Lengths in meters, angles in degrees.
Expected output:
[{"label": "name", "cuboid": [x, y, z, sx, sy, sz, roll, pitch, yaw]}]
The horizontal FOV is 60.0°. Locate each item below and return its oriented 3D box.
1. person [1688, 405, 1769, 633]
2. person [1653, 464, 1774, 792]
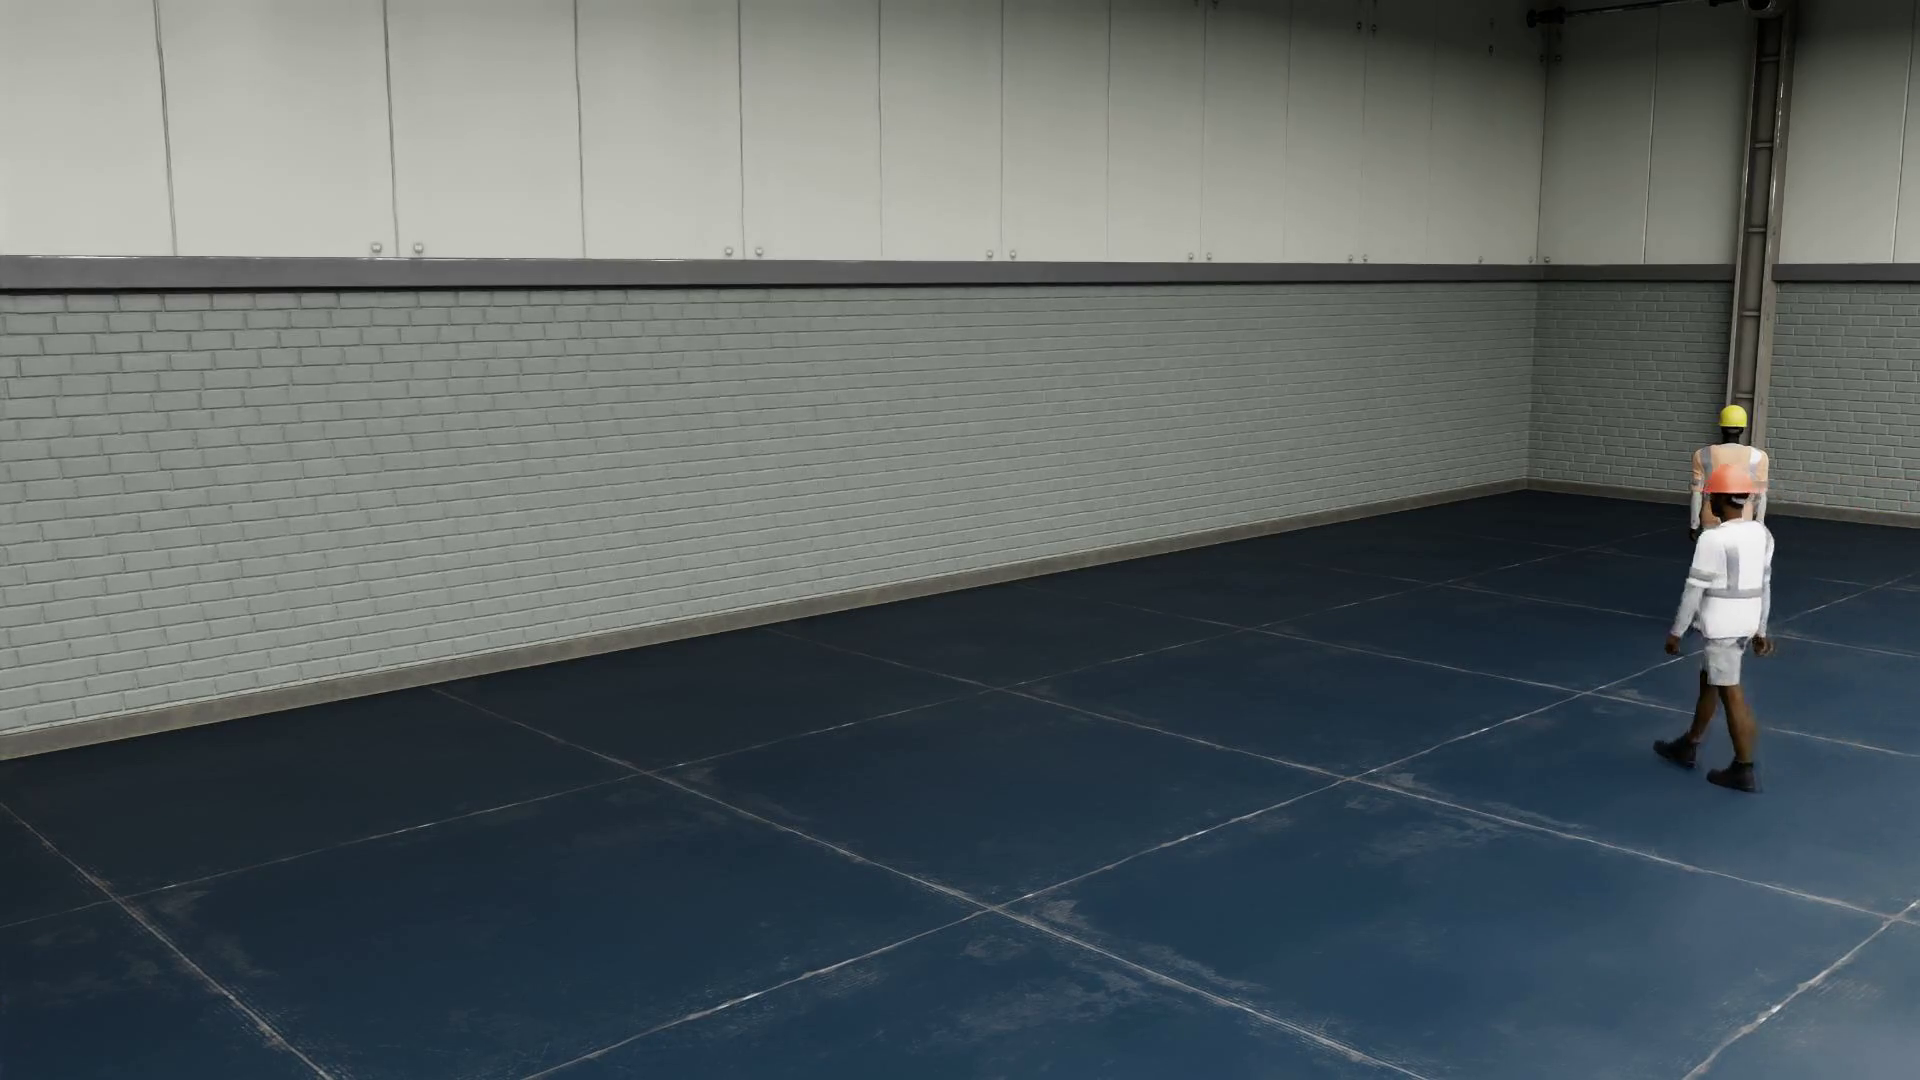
[{"label": "person", "cuboid": [6.420, -0.165, 13.932, 0.590, 1.930, 0.358, 3, 10, 20]}, {"label": "person", "cuboid": [4.448, 0.496, 9.906, 0.566, 1.900, 0.878, -5, 11, -30]}]
